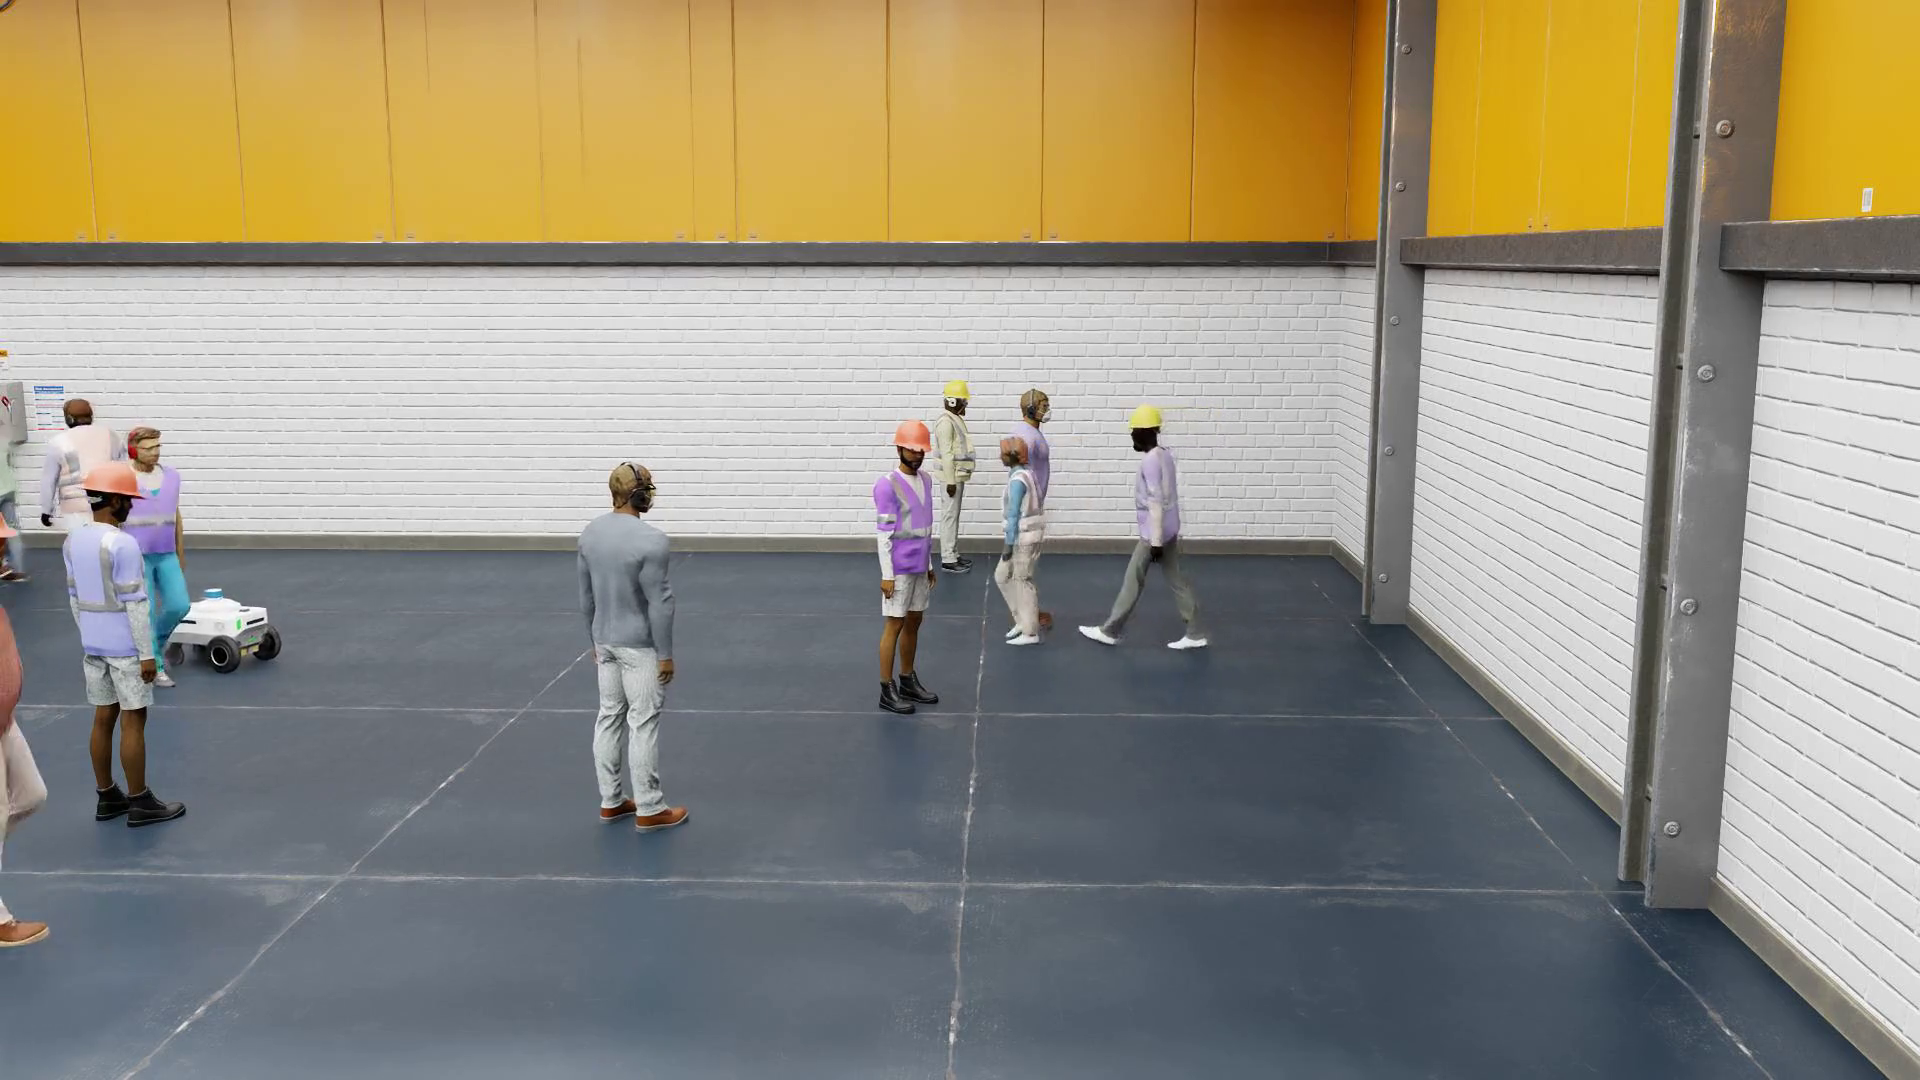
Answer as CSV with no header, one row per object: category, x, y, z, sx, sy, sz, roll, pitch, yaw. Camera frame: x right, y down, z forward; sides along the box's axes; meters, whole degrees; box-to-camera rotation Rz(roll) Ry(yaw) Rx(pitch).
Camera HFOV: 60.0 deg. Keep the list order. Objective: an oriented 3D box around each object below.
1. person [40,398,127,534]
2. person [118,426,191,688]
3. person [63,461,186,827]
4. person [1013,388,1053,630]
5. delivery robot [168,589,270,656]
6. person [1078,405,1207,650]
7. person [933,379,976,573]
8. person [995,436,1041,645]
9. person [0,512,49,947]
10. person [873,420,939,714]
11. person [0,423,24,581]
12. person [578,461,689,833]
person,-7.305,-0.273,13.883,0.656,1.815,0.651,7,12,36
person,-5.640,0.118,11.558,0.440,1.830,0.573,6,11,30
person,-4.421,0.547,8.766,0.543,1.928,0.370,5,11,28
person,0.578,-0.253,13.422,0.370,1.939,0.631,1,10,3
delivery robot,-5.449,0.602,12.187,0.707,0.478,0.477,3,10,18
person,1.436,-0.083,12.632,1.001,1.866,0.611,3,10,18
person,-0.049,-0.612,15.838,0.404,1.831,0.588,1,10,6
person,0.447,0.016,12.785,0.407,1.623,0.514,0,10,2
person,-4.214,0.796,7.154,0.459,1.983,0.635,-4,10,-20
person,-0.325,0.168,10.972,0.370,1.931,0.552,6,11,32
person,-8.820,-0.402,15.201,0.367,1.617,0.543,1,10,6
person,-1.723,0.554,8.693,0.629,1.939,0.372,7,12,37
